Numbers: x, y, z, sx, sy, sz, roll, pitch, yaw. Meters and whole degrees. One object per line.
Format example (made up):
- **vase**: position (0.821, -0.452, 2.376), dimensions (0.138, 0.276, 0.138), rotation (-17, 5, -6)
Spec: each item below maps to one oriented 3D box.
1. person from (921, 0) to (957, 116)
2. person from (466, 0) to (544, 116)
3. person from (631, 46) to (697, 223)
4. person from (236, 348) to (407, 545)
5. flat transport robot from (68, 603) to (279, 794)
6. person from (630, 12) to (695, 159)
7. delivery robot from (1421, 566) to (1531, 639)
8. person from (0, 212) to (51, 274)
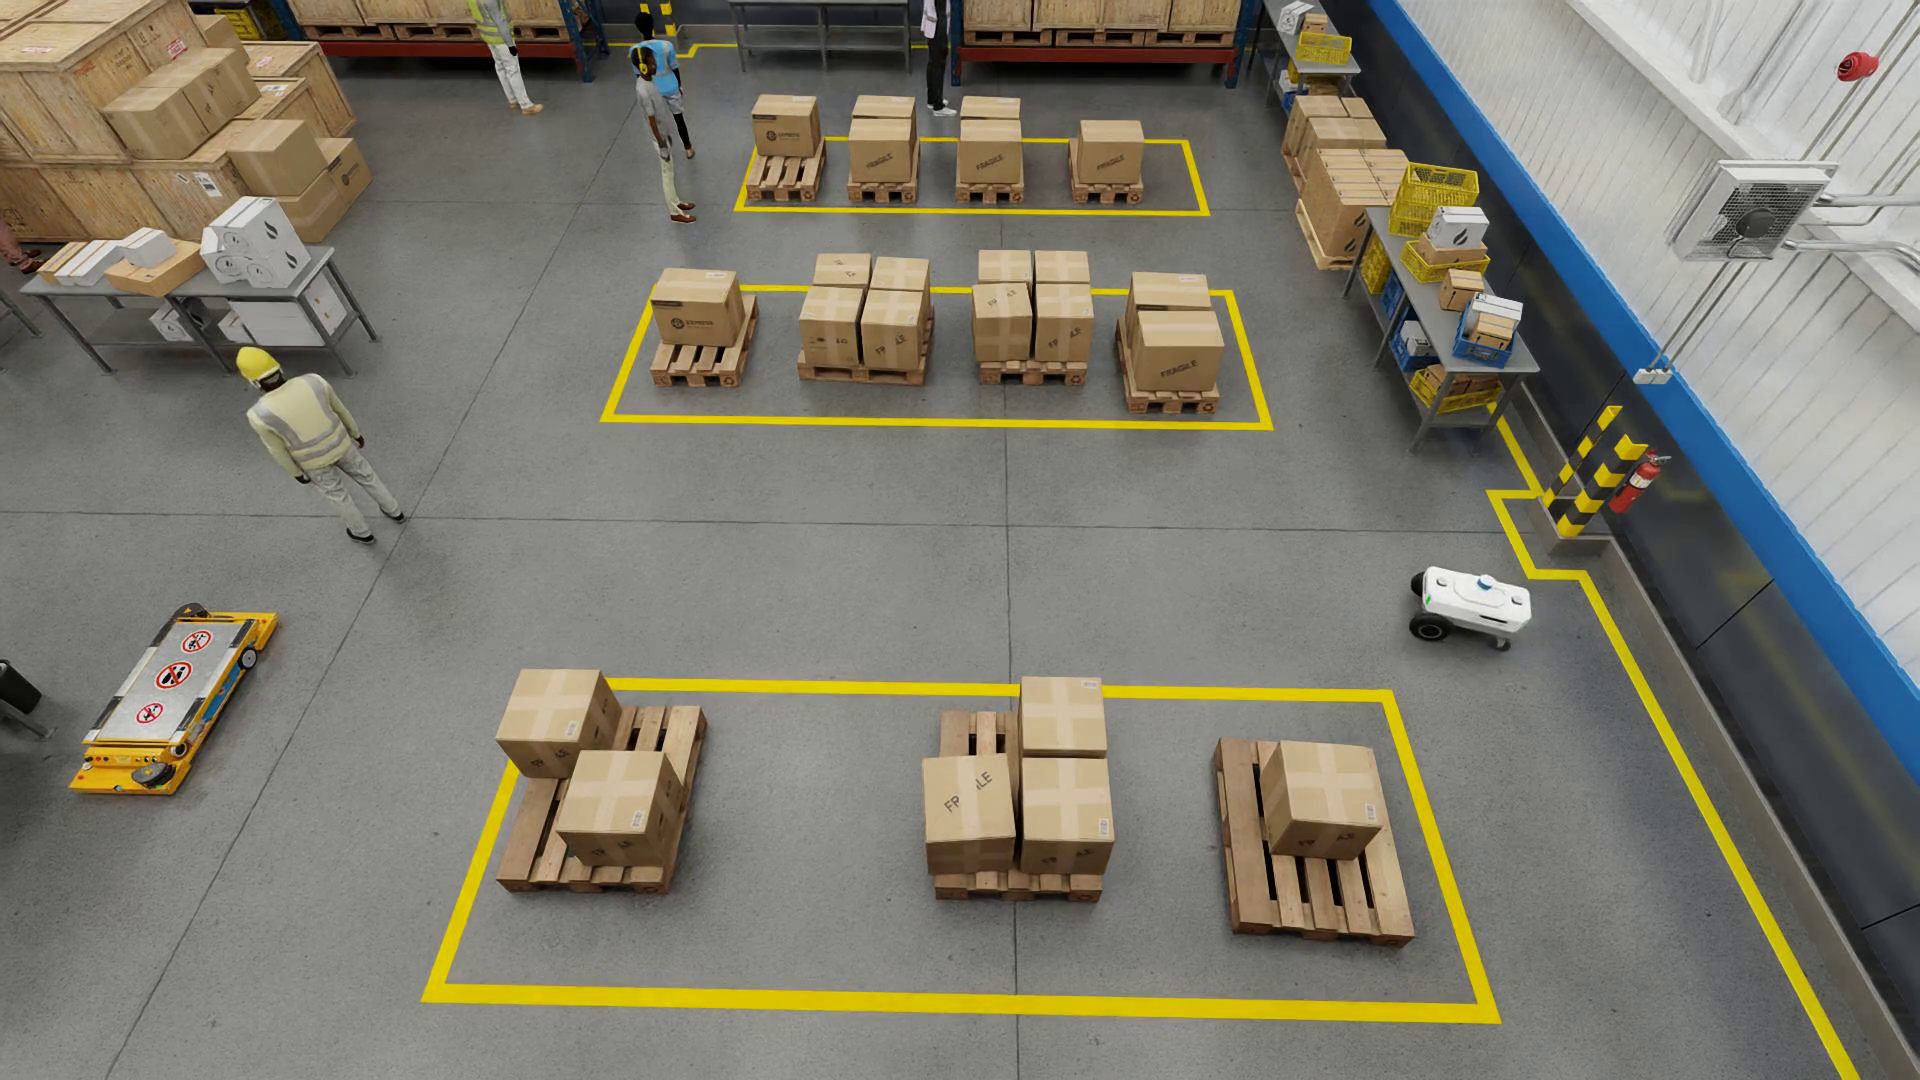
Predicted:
- **person**: position (-0.291, -6.484, 11.764), dimensions (0.397, 1.919, 0.590), rotation (-13, 51, -10)
- **person**: position (-5.919, -6.467, 11.800), dimensions (0.636, 1.842, 0.429), rotation (34, 58, 25)
- **person**: position (-3.254, -4.416, 10.044), dimensions (0.328, 1.875, 0.513), rotation (-10, 50, -8)
- **person**: position (-4.831, -0.693, 6.927), dimensions (0.403, 1.823, 0.594), rotation (26, 54, 20)
- **flat transport robot**: position (-5.504, 1.072, 6.442), dimensions (0.652, 0.197, 1.431), rotation (1, 50, 1)
- **person**: position (-3.572, -5.399, 10.989), dimensions (0.533, 1.697, 0.318), rotation (-14, 51, -12)
- **delivery robot**: position (3.773, 0.440, 6.733), dimensions (0.707, 0.478, 0.477), rotation (14, 51, 12)
- **person**: position (-10.199, -3.660, 9.393), dimensions (0.636, 1.900, 0.398), rotation (24, 54, 19)
